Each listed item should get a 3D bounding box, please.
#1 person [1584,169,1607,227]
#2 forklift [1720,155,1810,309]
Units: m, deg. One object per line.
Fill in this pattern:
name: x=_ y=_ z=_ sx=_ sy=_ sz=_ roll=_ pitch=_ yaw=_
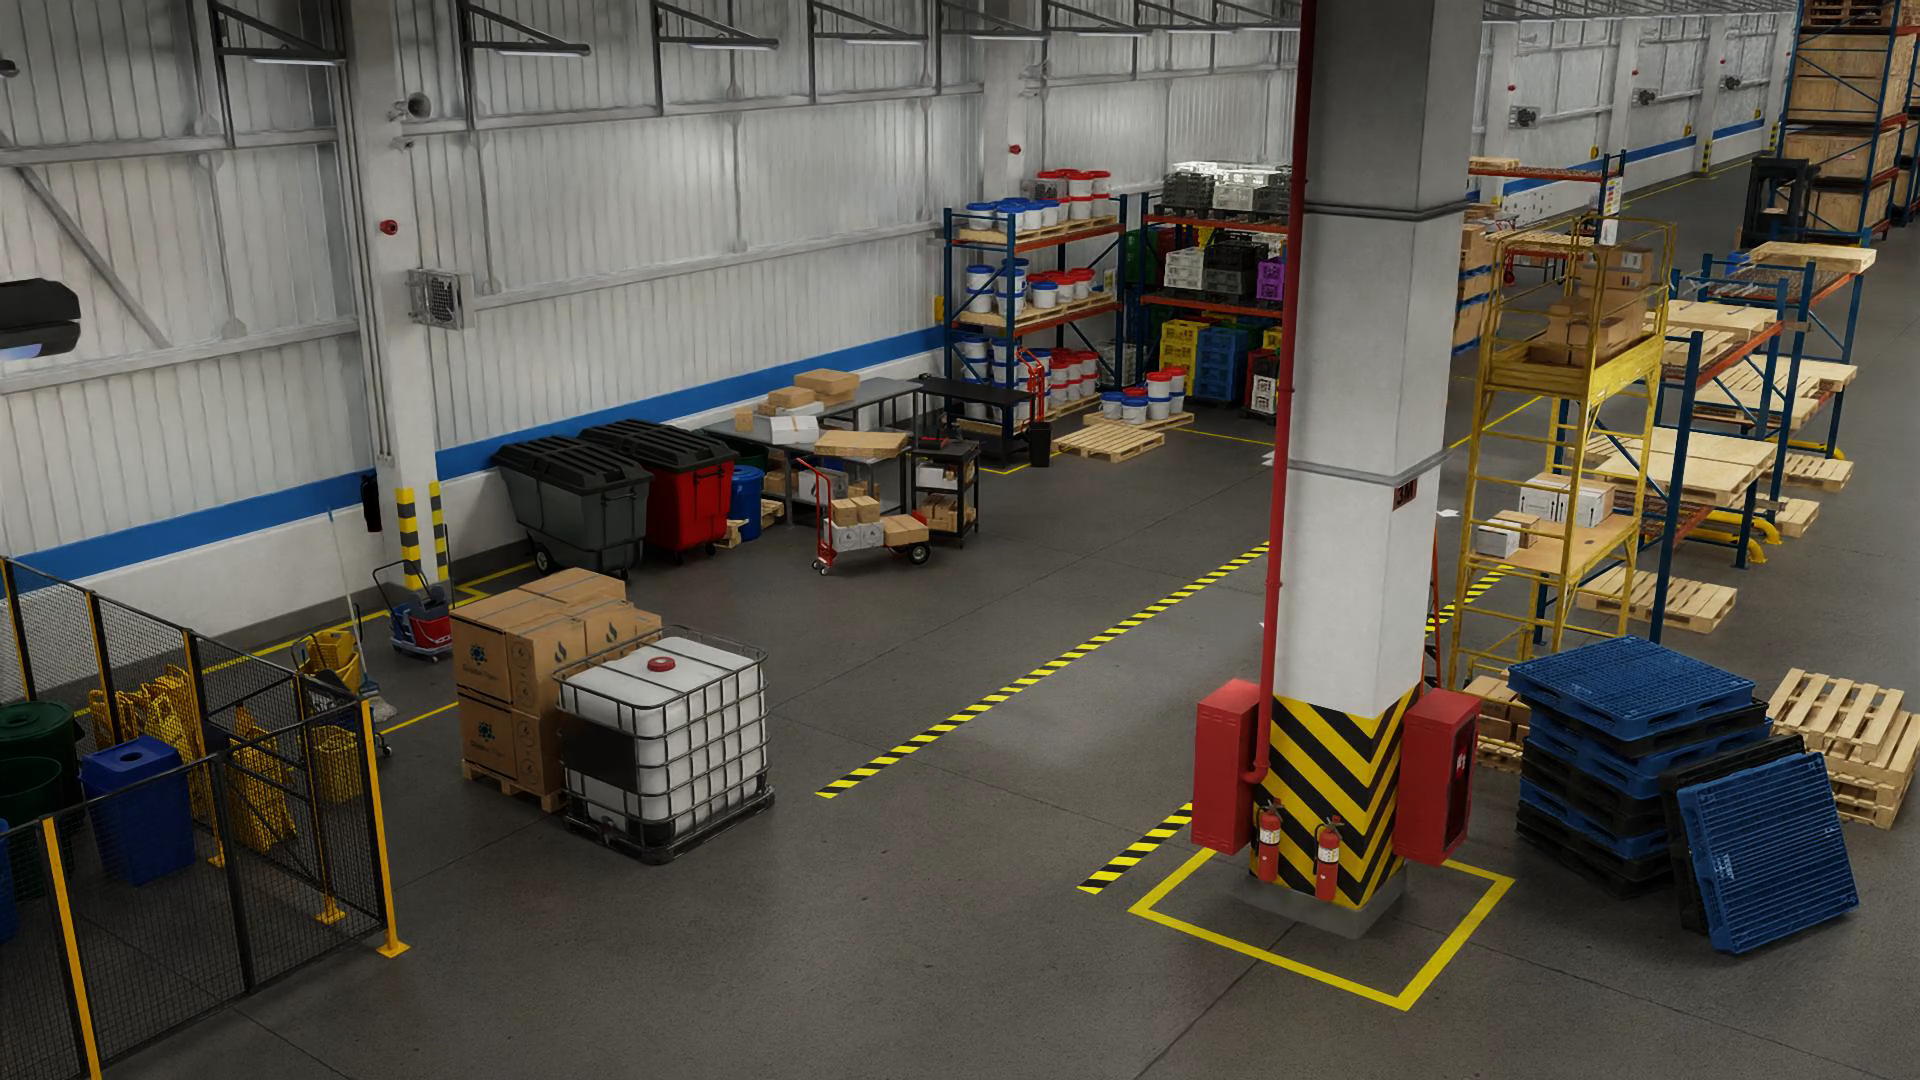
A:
person: x=14.839 y=-7.630 z=38.548 sx=0.547 sy=1.898 sz=0.982 roll=-13 pitch=22 yaw=-34
forklift: x=15.334 y=-5.837 z=31.483 sx=1.129 sy=2.768 sz=1.873 roll=13 pitch=22 yaw=34
